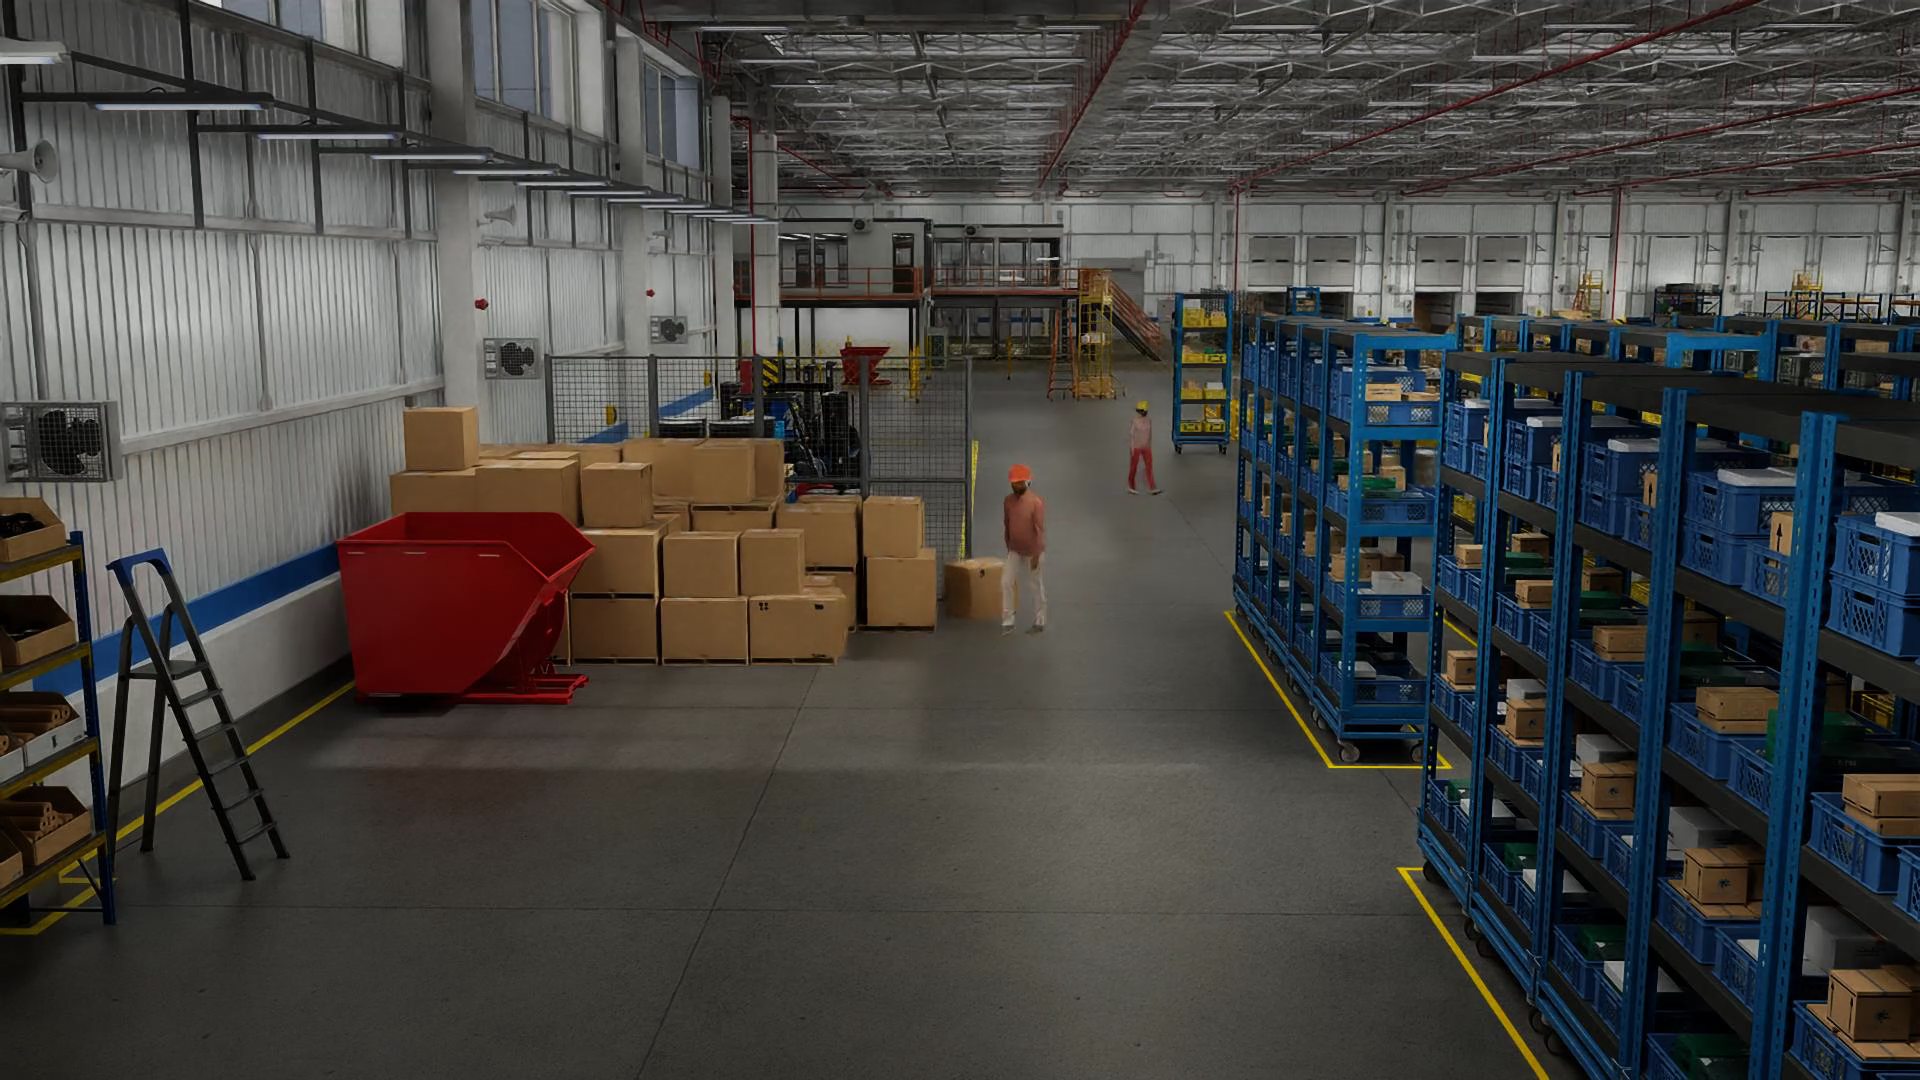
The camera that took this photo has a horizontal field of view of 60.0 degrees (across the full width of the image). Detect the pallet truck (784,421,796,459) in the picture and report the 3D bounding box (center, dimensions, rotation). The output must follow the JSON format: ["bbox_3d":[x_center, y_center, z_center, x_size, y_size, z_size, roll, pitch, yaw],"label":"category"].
[{"bbox_3d":[-4.013,-1.793,32.705,1.601,1.201,0.680,0,9,1],"label":"pallet truck"}]

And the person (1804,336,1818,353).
[{"bbox_3d":[30.408,-6.451,59.463,0.406,1.869,0.711,-1,9,-4],"label":"person"}]

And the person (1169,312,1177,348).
[{"bbox_3d":[11.359,-11.139,88.239,0.392,1.919,0.590,-4,10,-25],"label":"person"}]

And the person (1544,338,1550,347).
[{"bbox_3d":[19.924,-5.932,56.391,0.404,1.829,0.591,9,13,43],"label":"person"}]

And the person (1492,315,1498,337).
[{"bbox_3d":[27.019,-10.486,84.452,0.603,1.832,0.964,6,11,32],"label":"person"}]

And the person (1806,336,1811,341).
[{"bbox_3d":[32.836,-7.248,64.252,0.997,1.916,0.621,1,9,7],"label":"person"}]

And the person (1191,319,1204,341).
[{"bbox_3d":[13.861,-12.488,96.848,0.710,1.822,0.646,-3,10,-15],"label":"person"}]

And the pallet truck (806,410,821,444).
[{"bbox_3d":[-3.559,-2.018,33.905,1.522,1.261,0.704,0,9,-1],"label":"pallet truck"}]

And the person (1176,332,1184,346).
[{"bbox_3d":[10.617,-9.814,80.354,0.517,1.834,0.353,-5,11,-29],"label":"person"}]

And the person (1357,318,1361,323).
[{"bbox_3d":[18.840,-9.587,78.816,0.589,1.871,0.628,6,11,35],"label":"person"}]

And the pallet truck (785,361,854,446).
[{"bbox_3d":[-3.410,-3.193,38.978,1.885,1.965,0.823,0,9,-1],"label":"pallet truck"}]

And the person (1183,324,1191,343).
[{"bbox_3d":[12.912,-12.241,95.151,0.627,1.888,1.029,-1,9,-5],"label":"person"}]

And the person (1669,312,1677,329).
[{"bbox_3d":[38.720,-11.418,90.154,0.614,1.871,0.959,-9,13,-44],"label":"person"}]

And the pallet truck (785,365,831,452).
[{"bbox_3d":[-3.774,-2.976,37.635,1.885,1.965,0.823,1,9,5],"label":"pallet truck"}]

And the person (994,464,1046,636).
[{"bbox_3d":[0.683,0.128,18.585,0.631,1.964,0.784,7,12,37],"label":"person"}]

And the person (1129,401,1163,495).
[{"bbox_3d":[3.354,-1.668,30.370,0.553,1.723,0.870,-5,10,-28],"label":"person"}]

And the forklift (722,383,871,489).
[{"bbox_3d":[-2.893,-1.687,28.729,2.680,1.987,1.157,0,9,-1],"label":"forklift"}]

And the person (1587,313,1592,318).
[{"bbox_3d":[32.293,-10.698,85.488,0.588,1.925,0.380,9,13,43],"label":"person"}]

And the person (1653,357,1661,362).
[{"bbox_3d":[17.723,-3.697,42.352,0.545,1.922,0.560,-2,9,-12],"label":"person"}]

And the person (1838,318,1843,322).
[{"bbox_3d":[41.325,-9.474,78.129,0.509,1.867,0.328,4,10,24],"label":"person"}]

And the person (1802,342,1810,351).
[{"bbox_3d":[29.842,-6.202,58.779,0.837,1.587,0.510,2,9,9],"label":"person"}]

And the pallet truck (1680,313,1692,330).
[{"bbox_3d":[36.315,-10.531,84.244,0.823,1.965,1.885,-6,11,-33],"label":"pallet truck"}]

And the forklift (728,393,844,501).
[{"bbox_3d":[-2.979,-1.316,26.476,2.680,1.987,1.157,0,9,1],"label":"forklift"}]

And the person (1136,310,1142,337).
[{"bbox_3d":[10.191,-12.241,95.264,0.539,1.842,0.629,-2,9,-13],"label":"person"}]

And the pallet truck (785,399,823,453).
[{"bbox_3d":[-3.814,-2.432,36.419,1.630,1.274,0.653,0,9,1],"label":"pallet truck"}]
